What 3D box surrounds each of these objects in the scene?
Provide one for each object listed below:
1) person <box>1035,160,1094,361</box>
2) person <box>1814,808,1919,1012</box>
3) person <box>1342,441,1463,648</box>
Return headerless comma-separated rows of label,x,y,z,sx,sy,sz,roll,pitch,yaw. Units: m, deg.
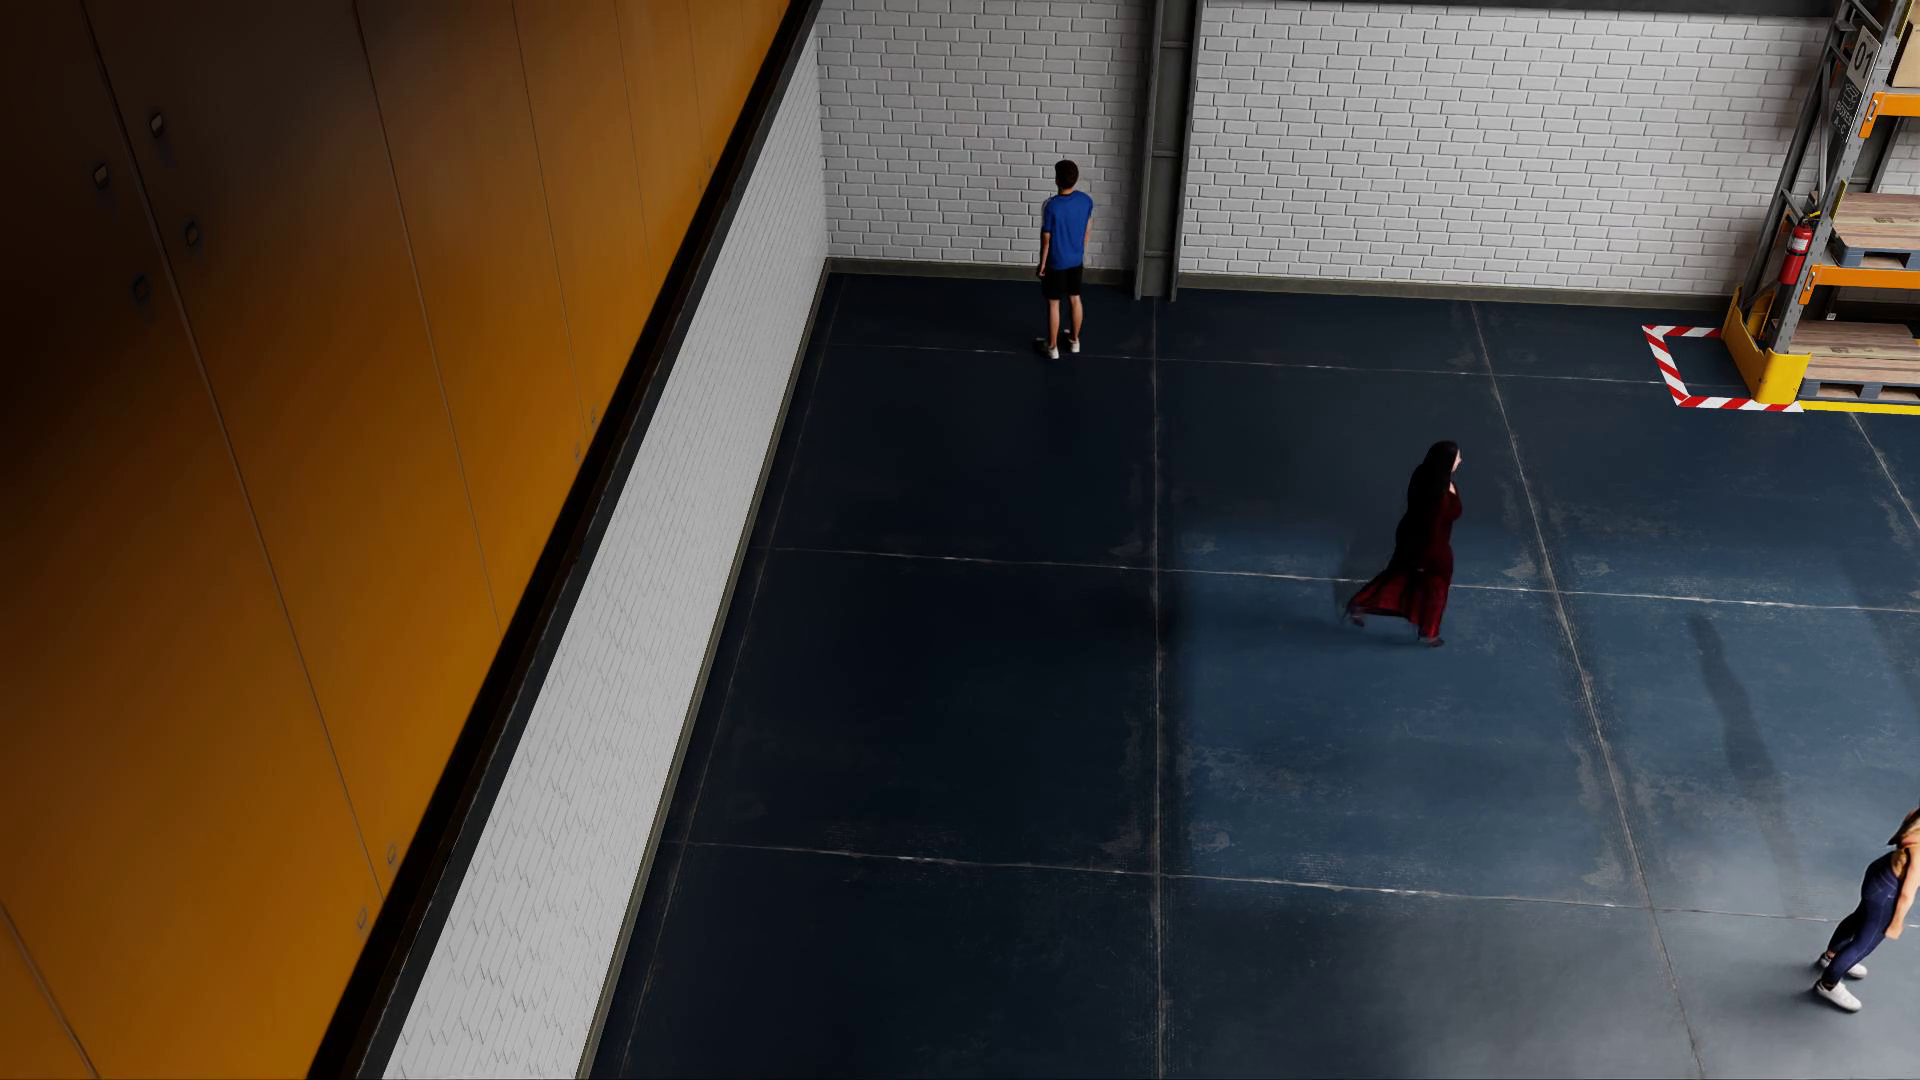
person,0.917,-2.469,14.589,0.691,1.866,0.800,-17,42,-21
person,5.151,1.959,9.239,0.641,1.623,0.639,18,42,21
person,3.114,0.027,11.567,0.993,1.737,0.725,-1,39,-1
